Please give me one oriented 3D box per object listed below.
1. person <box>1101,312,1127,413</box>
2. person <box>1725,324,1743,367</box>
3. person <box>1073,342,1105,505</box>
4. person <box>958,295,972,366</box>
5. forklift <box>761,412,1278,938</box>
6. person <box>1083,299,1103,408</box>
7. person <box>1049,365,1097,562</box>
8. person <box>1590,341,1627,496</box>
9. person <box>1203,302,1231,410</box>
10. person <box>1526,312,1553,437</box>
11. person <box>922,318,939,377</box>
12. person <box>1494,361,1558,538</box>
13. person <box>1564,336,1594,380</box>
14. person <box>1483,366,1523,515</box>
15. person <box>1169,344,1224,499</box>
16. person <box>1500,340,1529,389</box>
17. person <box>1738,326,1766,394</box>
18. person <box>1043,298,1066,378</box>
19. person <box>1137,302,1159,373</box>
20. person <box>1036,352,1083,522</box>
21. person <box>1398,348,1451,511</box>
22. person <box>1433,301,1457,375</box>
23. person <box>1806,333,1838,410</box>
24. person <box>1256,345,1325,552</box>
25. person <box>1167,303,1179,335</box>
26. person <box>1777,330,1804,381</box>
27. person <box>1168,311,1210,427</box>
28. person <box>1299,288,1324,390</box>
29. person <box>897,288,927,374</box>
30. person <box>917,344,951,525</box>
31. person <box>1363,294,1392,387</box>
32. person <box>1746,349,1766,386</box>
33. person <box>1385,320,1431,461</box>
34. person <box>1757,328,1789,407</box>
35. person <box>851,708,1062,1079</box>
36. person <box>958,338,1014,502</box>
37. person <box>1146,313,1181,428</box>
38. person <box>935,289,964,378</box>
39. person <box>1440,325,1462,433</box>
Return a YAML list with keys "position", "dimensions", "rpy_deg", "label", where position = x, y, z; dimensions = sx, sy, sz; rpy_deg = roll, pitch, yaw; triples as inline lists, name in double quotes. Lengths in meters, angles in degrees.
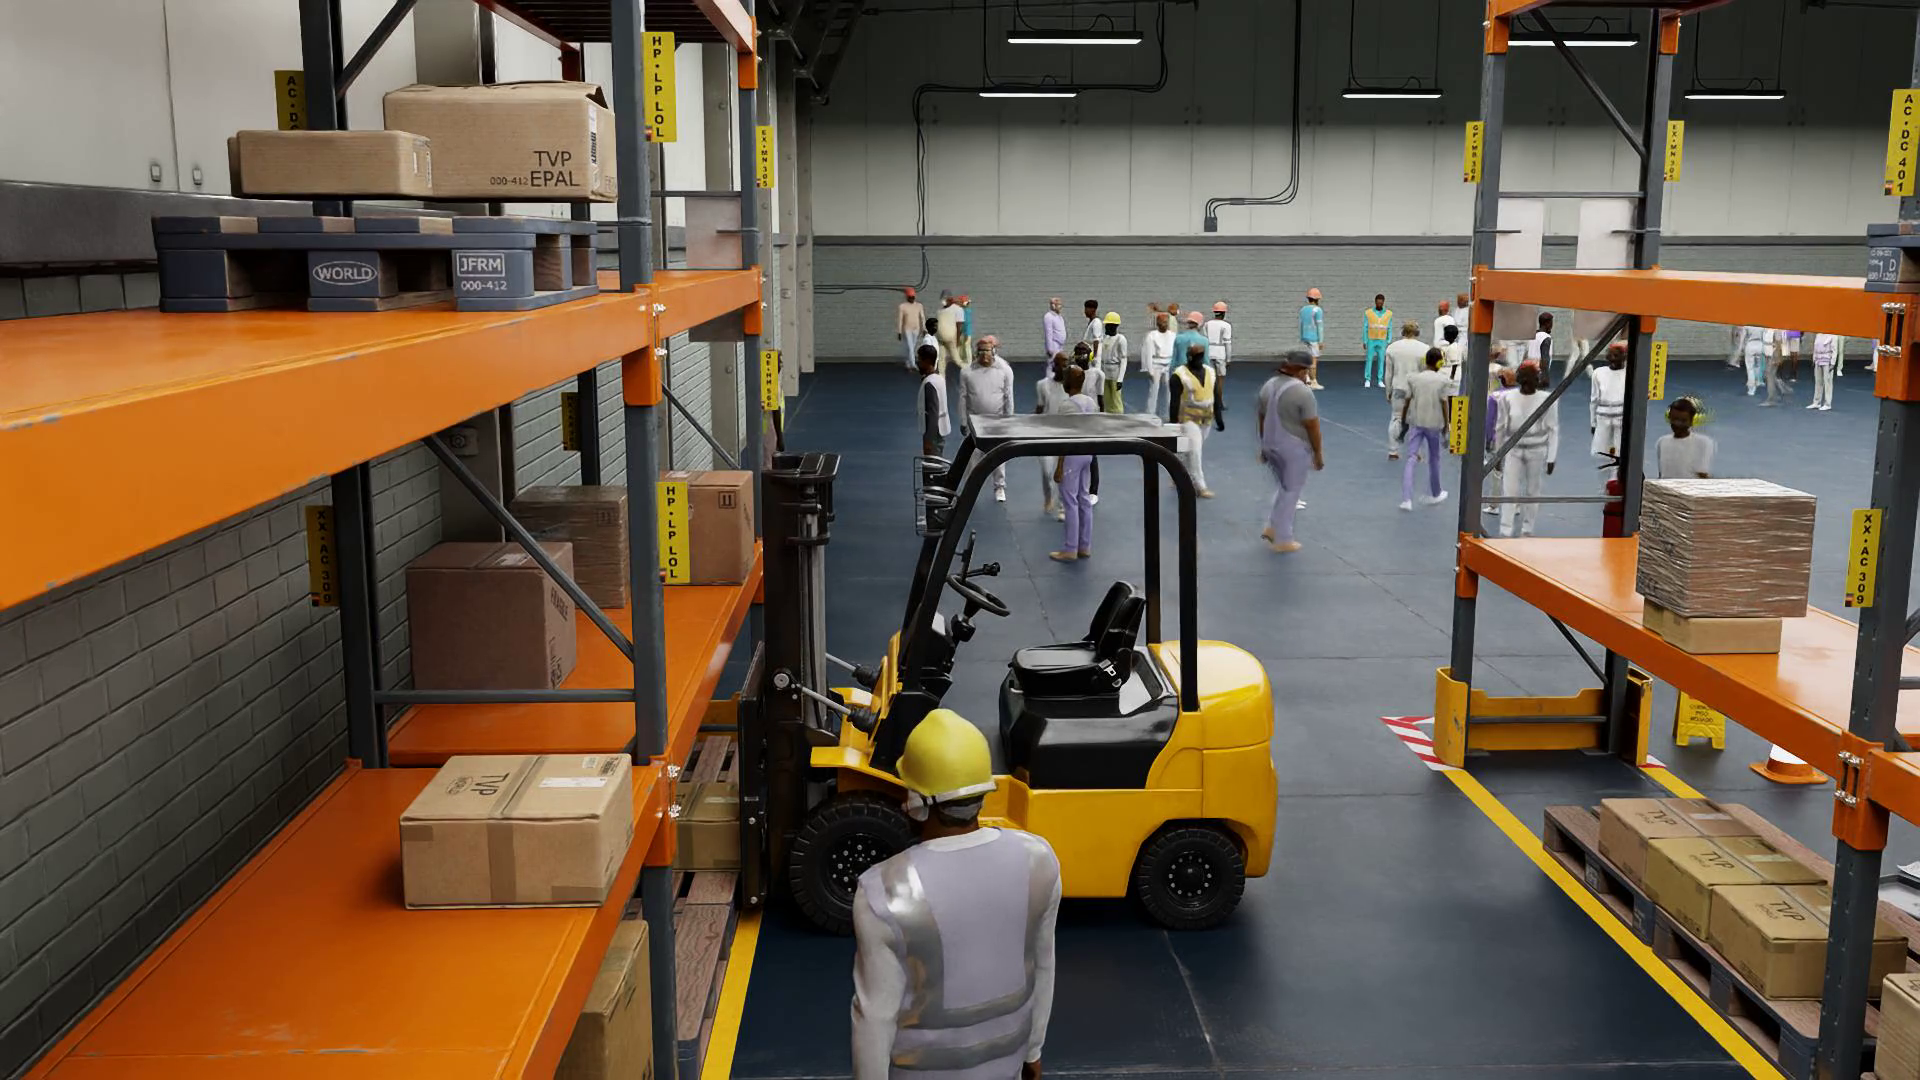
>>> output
- position: [2.300, -2.483, 25.201]
  dimensions: [0.364, 1.930, 0.588]
  rpy_deg: [-5, 12, -28]
  label: "person"
- position: [18.492, -4.985, 39.660]
  dimensions: [0.307, 1.745, 0.484]
  rpy_deg: [3, 11, 15]
  label: "person"
- position: [1.406, -1.331, 18.985]
  dimensions: [0.507, 1.863, 0.326]
  rpy_deg: [5, 11, 25]
  label: "person"
- position: [0.115, -4.822, 38.719]
  dimensions: [0.339, 1.752, 0.564]
  rpy_deg: [-1, 10, -6]
  label: "person"
- position: [0.291, 0.548, 7.580]
  dimensions: [2.313, 2.155, 1.214]
  rpy_deg: [0, 10, -2]
  label: "forklift"
- position: [2.406, -3.360, 30.019]
  dimensions: [0.370, 1.958, 0.608]
  rpy_deg: [0, 10, -2]
  label: "person"
- position: [1.062, -0.719, 15.609]
  dimensions: [0.345, 1.846, 0.508]
  rpy_deg: [8, 13, 38]
  label: "person"
- position: [7.436, -1.324, 18.931]
  dimensions: [0.585, 1.870, 0.421]
  rpy_deg: [8, 13, 38]
  label: "person"
- position: [4.580, -3.260, 29.554]
  dimensions: [0.539, 1.929, 0.391]
  rpy_deg: [8, 13, 37]
  label: "person"
- position: [8.904, -2.541, 25.590]
  dimensions: [0.397, 1.911, 0.588]
  rpy_deg: [0, 10, -2]
  label: "person"
- position: [-0.521, -2.987, 28.690]
  dimensions: [0.321, 1.689, 0.532]
  rpy_deg: [2, 10, 10]
  label: "person"
- position: [5.485, -0.815, 16.173]
  dimensions: [0.606, 1.829, 0.969]
  rpy_deg: [5, 11, 27]
  label: "person"
- position: [13.446, -4.337, 35.922]
  dimensions: [0.602, 1.788, 0.832]
  rpy_deg: [-7, 12, -35]
  label: "person"
- position: [5.995, -1.082, 18.232]
  dimensions: [0.514, 1.634, 0.313]
  rpy_deg: [-2, 10, -10]
  label: "person"
- position: [2.754, -1.430, 19.713]
  dimensions: [0.650, 1.810, 0.920]
  rpy_deg: [-6, 12, -29]
  label: "person"
- position: [10.715, -3.701, 31.971]
  dimensions: [0.631, 1.930, 0.484]
  rpy_deg: [-3, 11, -18]
  label: "person"
- position: [15.629, -3.724, 32.754]
  dimensions: [0.505, 1.693, 0.904]
  rpy_deg: [2, 10, 14]
  label: "person"
- position: [1.853, -3.736, 32.247]
  dimensions: [0.408, 1.908, 0.644]
  rpy_deg: [4, 11, 22]
  label: "person"
- position: [4.302, -4.557, 37.619]
  dimensions: [0.611, 1.613, 0.513]
  rpy_deg: [-4, 11, -23]
  label: "person"
- position: [1.053, -1.097, 17.762]
  dimensions: [0.540, 1.826, 0.401]
  rpy_deg: [0, 10, 0]
  label: "person"
- position: [5.248, -1.255, 18.721]
  dimensions: [0.631, 1.797, 0.976]
  rpy_deg: [6, 12, 31]
  label: "person"
- position: [9.085, -3.551, 31.278]
  dimensions: [0.585, 1.882, 0.337]
  rpy_deg: [-8, 13, -38]
  label: "person"
- position: [15.382, -3.128, 29.604]
  dimensions: [0.313, 1.639, 0.517]
  rpy_deg: [-2, 10, -11]
  label: "person"
- position: [3.211, -0.896, 16.049]
  dimensions: [0.537, 2.000, 0.694]
  rpy_deg: [-5, 11, -26]
  label: "person"
- position: [4.708, -4.434, 36.926]
  dimensions: [0.279, 1.627, 0.499]
  rpy_deg: [2, 10, 12]
  label: "person"
- position: [17.798, -4.387, 35.704]
  dimensions: [0.607, 1.966, 0.367]
  rpy_deg: [3, 11, 14]
  label: "person"
- position: [3.417, -2.471, 25.126]
  dimensions: [0.665, 1.951, 0.961]
  rpy_deg: [10, 14, 44]
  label: "person"
- position: [7.131, -4.063, 33.684]
  dimensions: [0.385, 2.045, 0.605]
  rpy_deg: [-6, 12, -32]
  label: "person"
- position: [-1.086, -4.740, 37.753]
  dimensions: [0.624, 1.944, 1.020]
  rpy_deg: [-6, 12, -29]
  label: "person"
- position: [-0.281, -1.102, 17.542]
  dimensions: [0.370, 1.915, 0.597]
  rpy_deg: [1, 10, 4]
  label: "person"
- position: [8.593, -4.101, 34.261]
  dimensions: [0.588, 1.914, 0.392]
  rpy_deg: [0, 10, 1]
  label: "person"
- position: [16.634, -4.109, 34.533]
  dimensions: [0.517, 1.836, 0.348]
  rpy_deg: [-10, 14, -43]
  label: "person"
- position: [6.094, -2.026, 22.669]
  dimensions: [0.629, 1.930, 0.367]
  rpy_deg: [7, 12, 33]
  label: "person"
- position: [14.759, -3.314, 30.105]
  dimensions: [0.500, 1.831, 0.587]
  rpy_deg: [2, 10, 9]
  label: "person"
- position: [-0.029, 1.323, 4.257]
  dimensions: [0.590, 1.837, 0.404]
  rpy_deg: [-7, 12, -32]
  label: "person"
- position: [0.299, -1.379, 19.160]
  dimensions: [0.640, 1.899, 0.397]
  rpy_deg: [1, 10, 4]
  label: "person"
- position: [3.276, -2.682, 26.530]
  dimensions: [0.589, 1.846, 0.900]
  rpy_deg: [-5, 11, -24]
  label: "person"
- position: [-0.207, -4.246, 34.714]
  dimensions: [0.682, 2.000, 0.777]
  rpy_deg: [6, 12, 32]
  label: "person"
- position: [7.715, -2.536, 26.142]
  dimensions: [0.321, 1.696, 0.537]
  rpy_deg: [2, 10, 11]
  label: "person"
